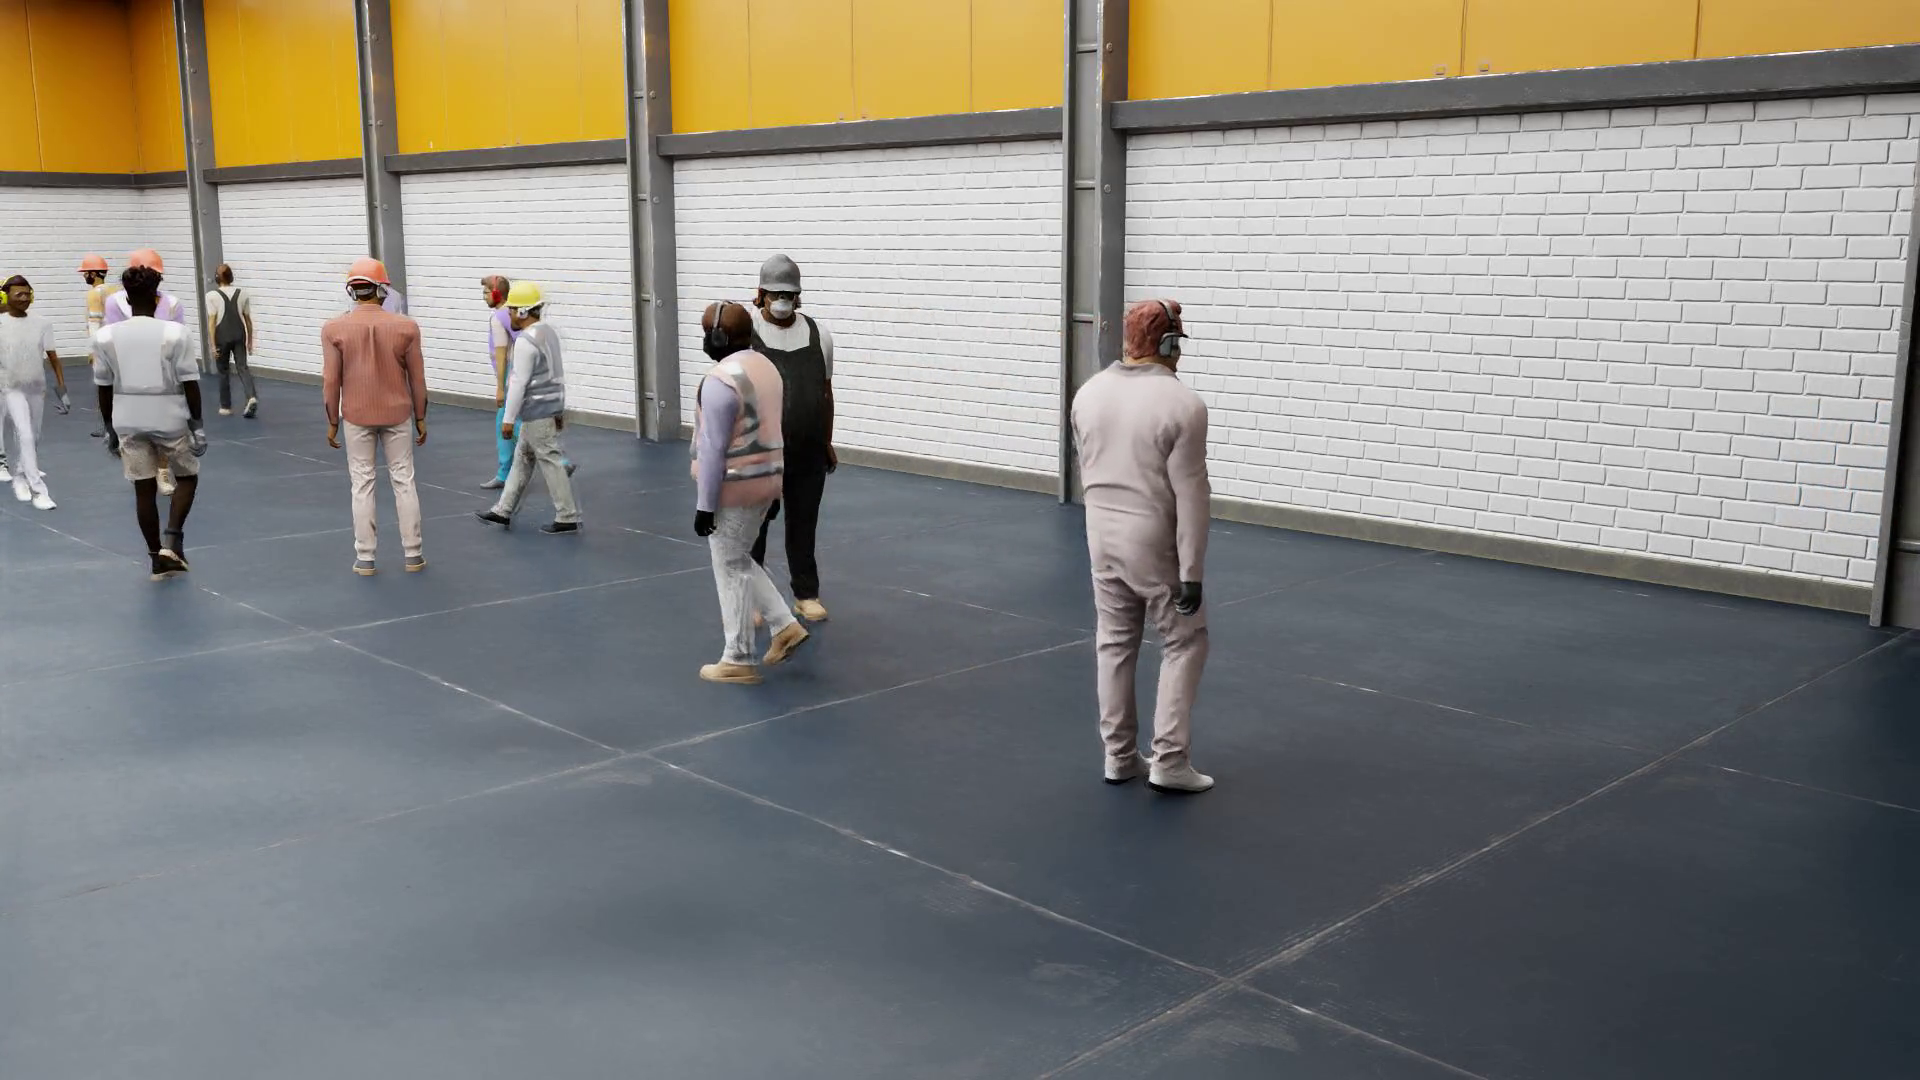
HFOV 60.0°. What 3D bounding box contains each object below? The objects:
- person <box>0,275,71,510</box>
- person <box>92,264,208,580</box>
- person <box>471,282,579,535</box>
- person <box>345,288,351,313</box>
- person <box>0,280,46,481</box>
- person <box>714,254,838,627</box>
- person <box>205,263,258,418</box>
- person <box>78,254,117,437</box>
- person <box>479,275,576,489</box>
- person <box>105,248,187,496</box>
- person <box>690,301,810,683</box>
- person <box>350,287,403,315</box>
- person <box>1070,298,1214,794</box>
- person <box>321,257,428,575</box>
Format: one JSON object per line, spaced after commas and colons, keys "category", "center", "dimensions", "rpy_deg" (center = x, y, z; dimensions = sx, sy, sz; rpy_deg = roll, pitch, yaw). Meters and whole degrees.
{"category": "person", "center": [-7.410, -1.178, 13.168], "dimensions": [0.931, 1.828, 0.534], "rpy_deg": [9, 14, 41]}
{"category": "person", "center": [-4.990, -0.720, 10.301], "dimensions": [0.639, 1.951, 0.421], "rpy_deg": [-2, 11, -10]}
{"category": "person", "center": [-3.129, -0.914, 11.783], "dimensions": [0.873, 1.792, 0.625], "rpy_deg": [0, 10, 1]}
{"category": "person", "center": [-7.049, -2.357, 19.583], "dimensions": [0.525, 1.838, 0.910], "rpy_deg": [2, 11, 9]}
{"category": "person", "center": [-8.313, -1.392, 14.552], "dimensions": [0.299, 1.743, 0.486], "rpy_deg": [5, 12, 26]}
{"category": "person", "center": [-0.964, -0.539, 9.084], "dimensions": [0.688, 2.000, 0.536], "rpy_deg": [-5, 12, -26]}
{"category": "person", "center": [-8.530, -2.331, 19.506], "dimensions": [0.514, 1.817, 0.887], "rpy_deg": [-9, 14, -40]}
{"category": "person", "center": [-9.130, -2.062, 17.713], "dimensions": [0.378, 1.933, 0.544], "rpy_deg": [-1, 10, -4]}
{"category": "person", "center": [-3.626, -1.298, 13.854], "dimensions": [0.813, 1.812, 0.576], "rpy_deg": [0, 10, 0]}
{"category": "person", "center": [-6.602, -1.363, 13.605], "dimensions": [0.621, 2.027, 0.419], "rpy_deg": [-10, 15, -44]}
{"category": "person", "center": [-1.054, -0.216, 7.905], "dimensions": [0.441, 1.827, 0.639], "rpy_deg": [3, 11, 16]}
{"category": "person", "center": [-6.622, -2.283, 19.085], "dimensions": [0.969, 1.874, 0.574], "rpy_deg": [10, 14, 43]}
{"category": "person", "center": [0.700, 0.031, 6.359], "dimensions": [0.427, 1.903, 0.687], "rpy_deg": [-10, 15, -44]}
{"category": "person", "center": [-3.683, -0.775, 10.504], "dimensions": [0.617, 1.989, 0.392], "rpy_deg": [-4, 11, -22]}
